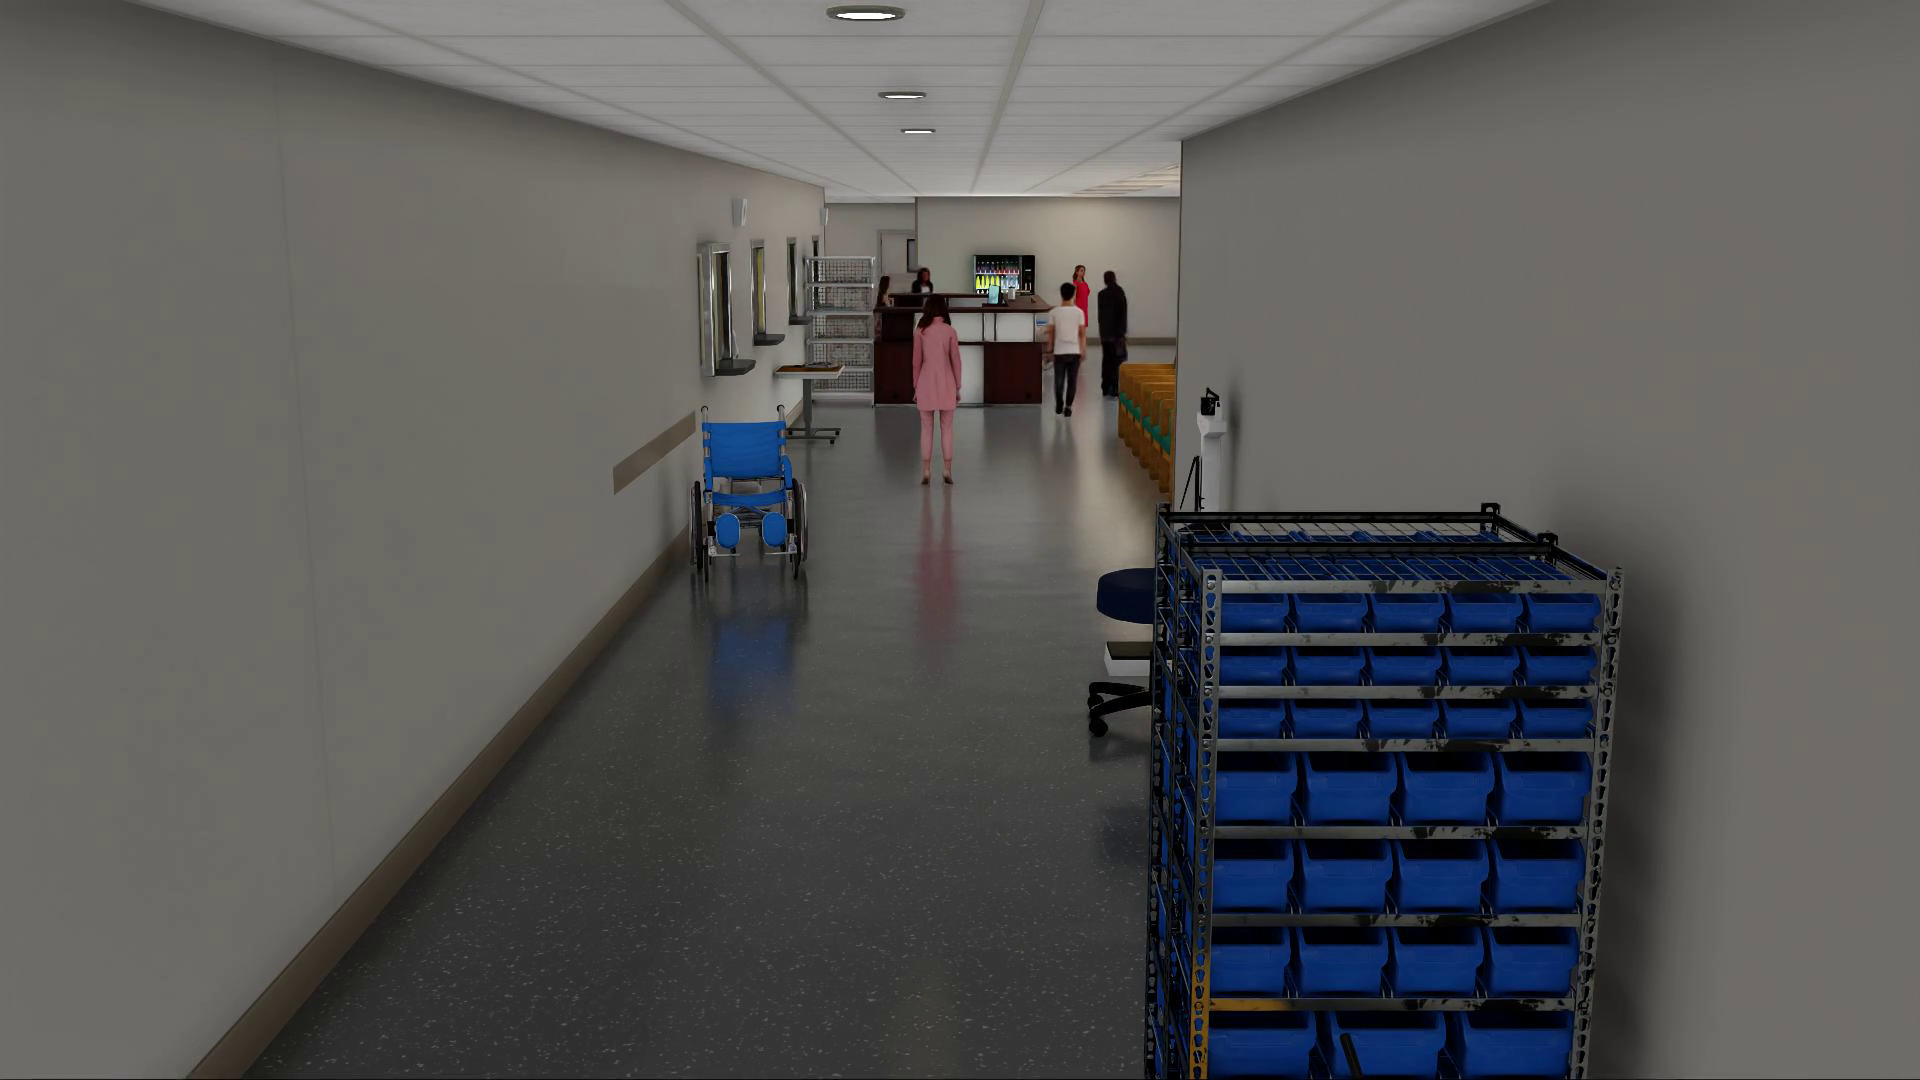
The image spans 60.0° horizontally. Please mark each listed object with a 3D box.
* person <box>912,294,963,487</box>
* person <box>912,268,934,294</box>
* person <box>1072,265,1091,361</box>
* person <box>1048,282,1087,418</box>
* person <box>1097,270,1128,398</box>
[{"bbox_3d":[-0.226,-1.415,15.672,0.443,1.803,0.669,0,11,-1],"label":"person"},{"bbox_3d":[-0.778,-4.547,32.716,0.836,1.603,0.895,-6,12,-30],"label":"person"},{"bbox_3d":[2.157,-4.130,30.180,0.715,1.728,0.667,9,14,39],"label":"person"},{"bbox_3d":[1.358,-2.410,21.164,0.713,1.710,0.741,1,11,8],"label":"person"},{"bbox_3d":[2.146,-2.921,23.667,1.001,1.781,0.972,-5,12,-27],"label":"person"}]
